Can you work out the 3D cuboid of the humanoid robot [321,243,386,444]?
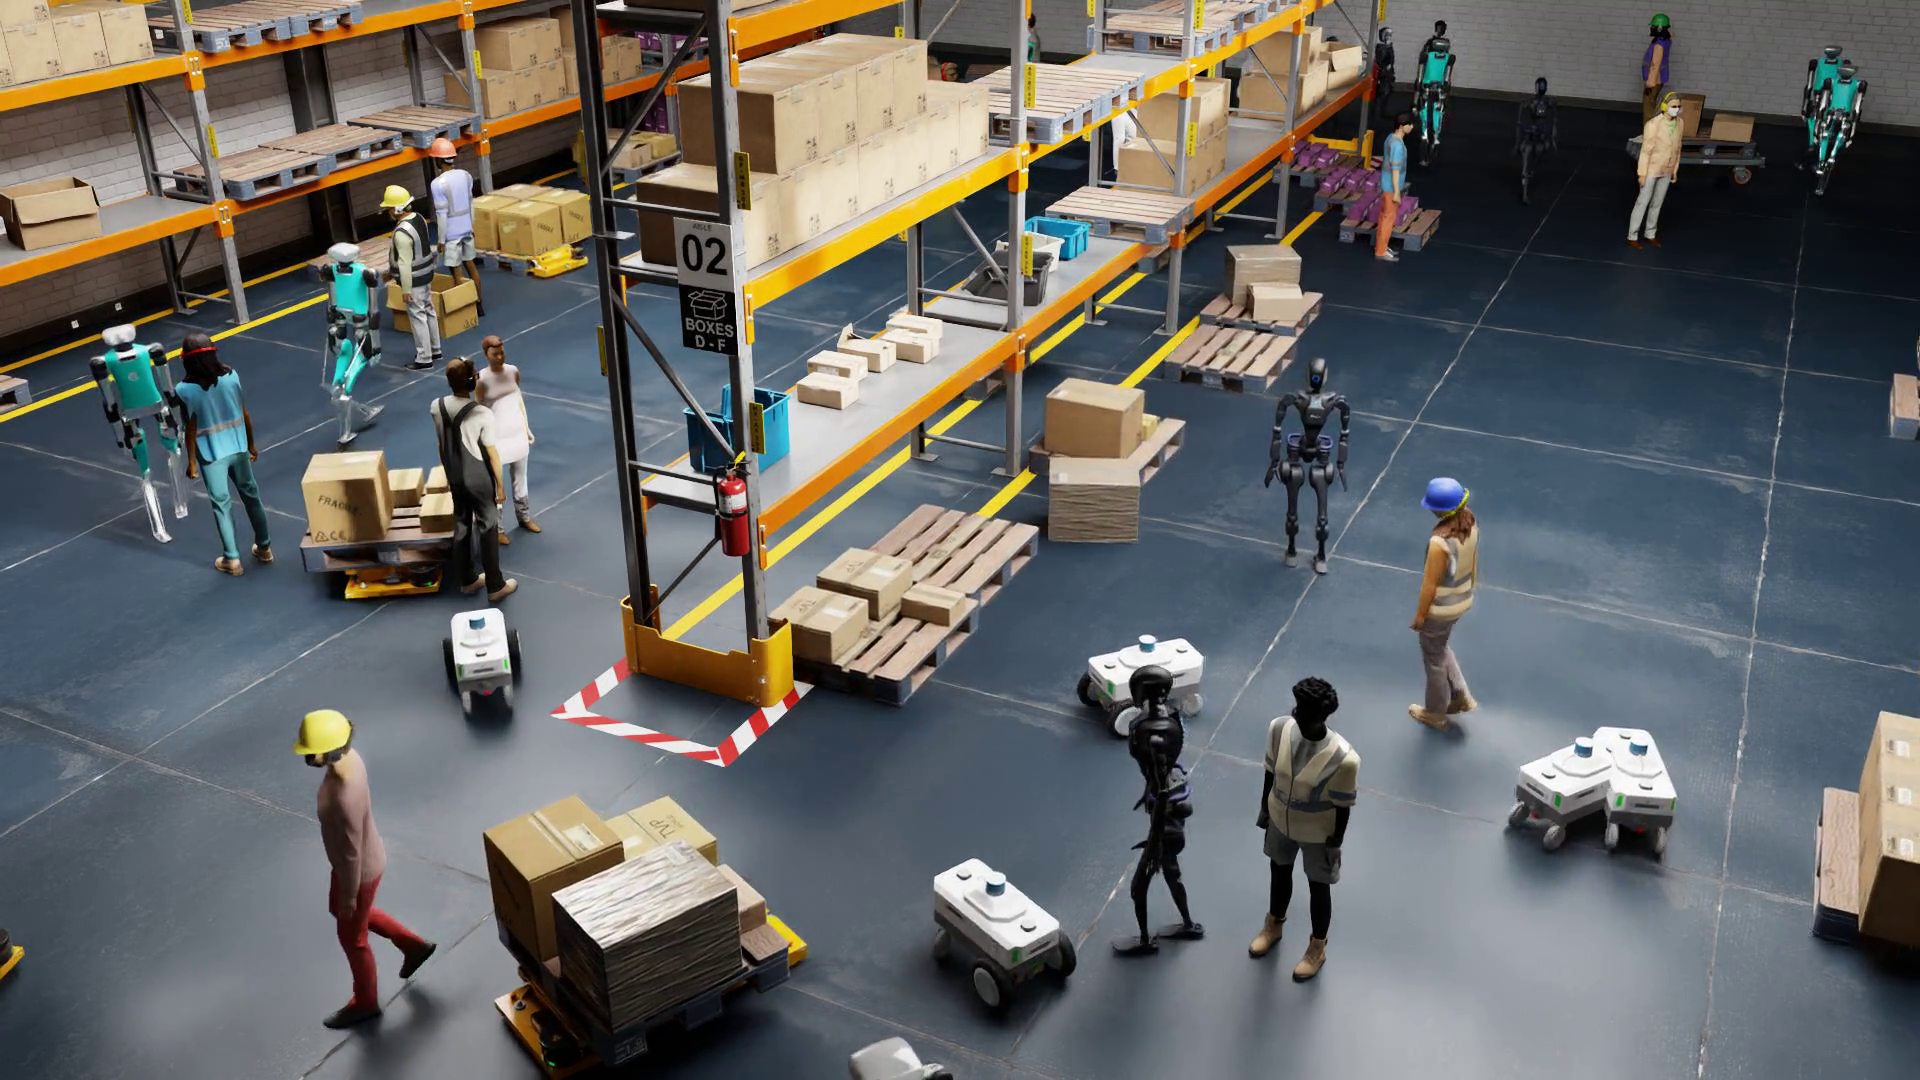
[{"bbox_3d":[-5.356,-1.664,14.460,0.534,1.730,0.947,9,28,18],"label":"humanoid robot"}]

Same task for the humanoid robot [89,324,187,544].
[{"bbox_3d":[-6.346,-0.892,12.967,0.566,1.784,0.899,-14,30,-26],"label":"humanoid robot"}]

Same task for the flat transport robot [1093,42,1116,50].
[{"bbox_3d":[2.806,-7.698,28.328,1.431,0.231,0.659,21,33,36],"label":"flat transport robot"}]

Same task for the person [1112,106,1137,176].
[{"bbox_3d":[2.124,-4.587,20.200,0.652,1.906,0.409,-24,35,-39],"label":"person"}]

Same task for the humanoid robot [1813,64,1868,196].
[{"bbox_3d":[11.493,-5.345,21.936,0.550,1.724,1.051,18,31,32],"label":"humanoid robot"}]

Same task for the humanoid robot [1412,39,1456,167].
[{"bbox_3d":[6.701,-6.116,23.508,0.610,1.792,0.833,-5,27,-10],"label":"humanoid robot"}]

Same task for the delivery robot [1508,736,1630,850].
[{"bbox_3d":[3.577,1.419,9.609,0.815,0.612,0.499,-14,30,-26],"label":"delivery robot"}]

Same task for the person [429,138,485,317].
[{"bbox_3d":[-5.303,-3.238,17.439,0.354,1.937,0.549,11,28,21],"label":"person"}]

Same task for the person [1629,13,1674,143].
[{"bbox_3d":[10.294,-6.826,24.709,0.433,1.924,0.527,11,28,21],"label":"person"}]

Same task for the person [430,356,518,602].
[{"bbox_3d":[-3.478,-0.428,11.883,0.499,1.839,0.343,9,28,17],"label":"person"}]

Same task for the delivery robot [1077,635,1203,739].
[{"bbox_3d":[1.166,0.896,10.646,0.781,0.595,0.499,-10,28,-20],"label":"delivery robot"}]

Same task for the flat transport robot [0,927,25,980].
[{"bbox_3d":[-5.588,2.179,8.377,1.431,0.231,0.659,4,27,8],"label":"flat transport robot"}]

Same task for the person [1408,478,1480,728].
[{"bbox_3d":[2.981,0.397,10.300,0.509,1.738,0.380,-23,35,-39],"label":"person"}]

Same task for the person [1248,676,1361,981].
[{"bbox_3d":[1.713,1.418,8.309,0.319,1.692,0.534,-24,35,-39],"label":"person"}]

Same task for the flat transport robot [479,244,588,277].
[{"bbox_3d":[-5.134,-3.370,19.585,1.431,0.231,0.659,17,31,30],"label":"flat transport robot"}]

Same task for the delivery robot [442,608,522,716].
[{"bbox_3d":[-3.144,0.755,10.936,0.499,0.600,0.802,-8,27,-16],"label":"delivery robot"}]

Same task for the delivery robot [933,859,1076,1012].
[{"bbox_3d":[0.191,1.978,8.462,0.515,0.597,0.768,-19,32,-33],"label":"delivery robot"}]

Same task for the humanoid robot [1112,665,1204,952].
[{"bbox_3d":[1.037,1.373,8.423,0.506,1.636,0.602,1,26,2],"label":"humanoid robot"}]

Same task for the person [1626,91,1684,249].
[{"bbox_3d":[8.351,-4.439,19.950,0.563,1.871,0.389,-10,28,-20],"label":"person"}]

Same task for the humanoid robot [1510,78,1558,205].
[{"bbox_3d":[7.561,-5.239,21.838,0.607,1.626,0.795,-1,26,-3],"label":"humanoid robot"}]

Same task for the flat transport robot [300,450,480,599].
[{"bbox_3d":[-4.259,0.032,12.714,0.659,0.231,1.431,-4,27,-9],"label":"flat transport robot"}]

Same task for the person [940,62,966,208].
[{"bbox_3d":[-0.168,-5.292,21.695,0.390,1.842,0.565,17,31,30],"label":"person"}]

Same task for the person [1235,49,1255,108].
[{"bbox_3d":[4.337,-6.429,24.126,0.562,1.716,0.794,19,32,33],"label":"person"}]

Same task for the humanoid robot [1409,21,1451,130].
[{"bbox_3d":[7.315,-7.257,25.900,0.587,1.637,0.750,-15,30,-27],"label":"humanoid robot"}]

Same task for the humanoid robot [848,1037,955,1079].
[{"bbox_3d":[-0.033,2.635,5.799,0.584,1.766,0.879,-19,32,-33],"label":"humanoid robot"}]

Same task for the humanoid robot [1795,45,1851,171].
[{"bbox_3d":[11.974,-5.903,23.064,0.544,1.776,0.878,6,27,12],"label":"humanoid robot"}]

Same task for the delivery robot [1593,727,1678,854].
[{"bbox_3d":[3.879,1.393,9.624,0.499,0.579,0.753,4,27,7],"label":"delivery robot"}]

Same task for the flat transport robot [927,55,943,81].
[{"bbox_3d":[-0.734,-6.772,26.458,1.431,0.231,0.659,-5,27,-10],"label":"flat transport robot"}]

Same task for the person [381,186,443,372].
[{"bbox_3d":[-5.323,-2.543,16.168,0.403,1.825,0.589,0,26,1],"label":"person"}]

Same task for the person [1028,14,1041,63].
[{"bbox_3d":[1.017,-7.100,25.398,0.685,1.797,0.491,-5,27,-11],"label":"person"}]

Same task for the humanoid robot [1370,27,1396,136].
[{"bbox_3d":[6.478,-6.966,25.268,0.572,1.635,0.590,-10,28,-19],"label":"humanoid robot"}]

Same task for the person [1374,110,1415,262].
[{"bbox_3d":[5.074,-4.141,19.465,0.332,1.757,0.507,3,26,6],"label":"person"}]

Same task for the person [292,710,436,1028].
[{"bbox_3d":[-2.903,1.551,7.963,0.526,1.750,0.557,-9,28,-18],"label":"person"}]

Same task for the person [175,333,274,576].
[{"bbox_3d":[-5.431,-0.629,12.249,0.389,1.866,0.529,22,34,37],"label":"person"}]

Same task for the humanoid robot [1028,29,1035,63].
[{"bbox_3d":[0.707,-6.551,24.338,0.759,1.769,0.532,-2,26,-4],"label":"humanoid robot"}]

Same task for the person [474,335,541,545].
[{"bbox_3d":[-3.499,-0.782,12.786,0.270,1.659,0.459,22,34,38],"label":"person"}]

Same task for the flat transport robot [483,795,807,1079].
[{"bbox_3d":[-1.545,2.172,8.391,1.431,0.231,0.659,-20,32,-34],"label":"flat transport robot"}]

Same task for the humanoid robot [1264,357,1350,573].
[{"bbox_3d":[2.576,-0.562,12.314,0.611,1.648,0.341,3,27,7],"label":"humanoid robot"}]

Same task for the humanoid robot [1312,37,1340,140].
[{"bbox_3d":[5.372,-6.575,24.507,0.713,1.630,0.589,11,29,22],"label":"humanoid robot"}]
